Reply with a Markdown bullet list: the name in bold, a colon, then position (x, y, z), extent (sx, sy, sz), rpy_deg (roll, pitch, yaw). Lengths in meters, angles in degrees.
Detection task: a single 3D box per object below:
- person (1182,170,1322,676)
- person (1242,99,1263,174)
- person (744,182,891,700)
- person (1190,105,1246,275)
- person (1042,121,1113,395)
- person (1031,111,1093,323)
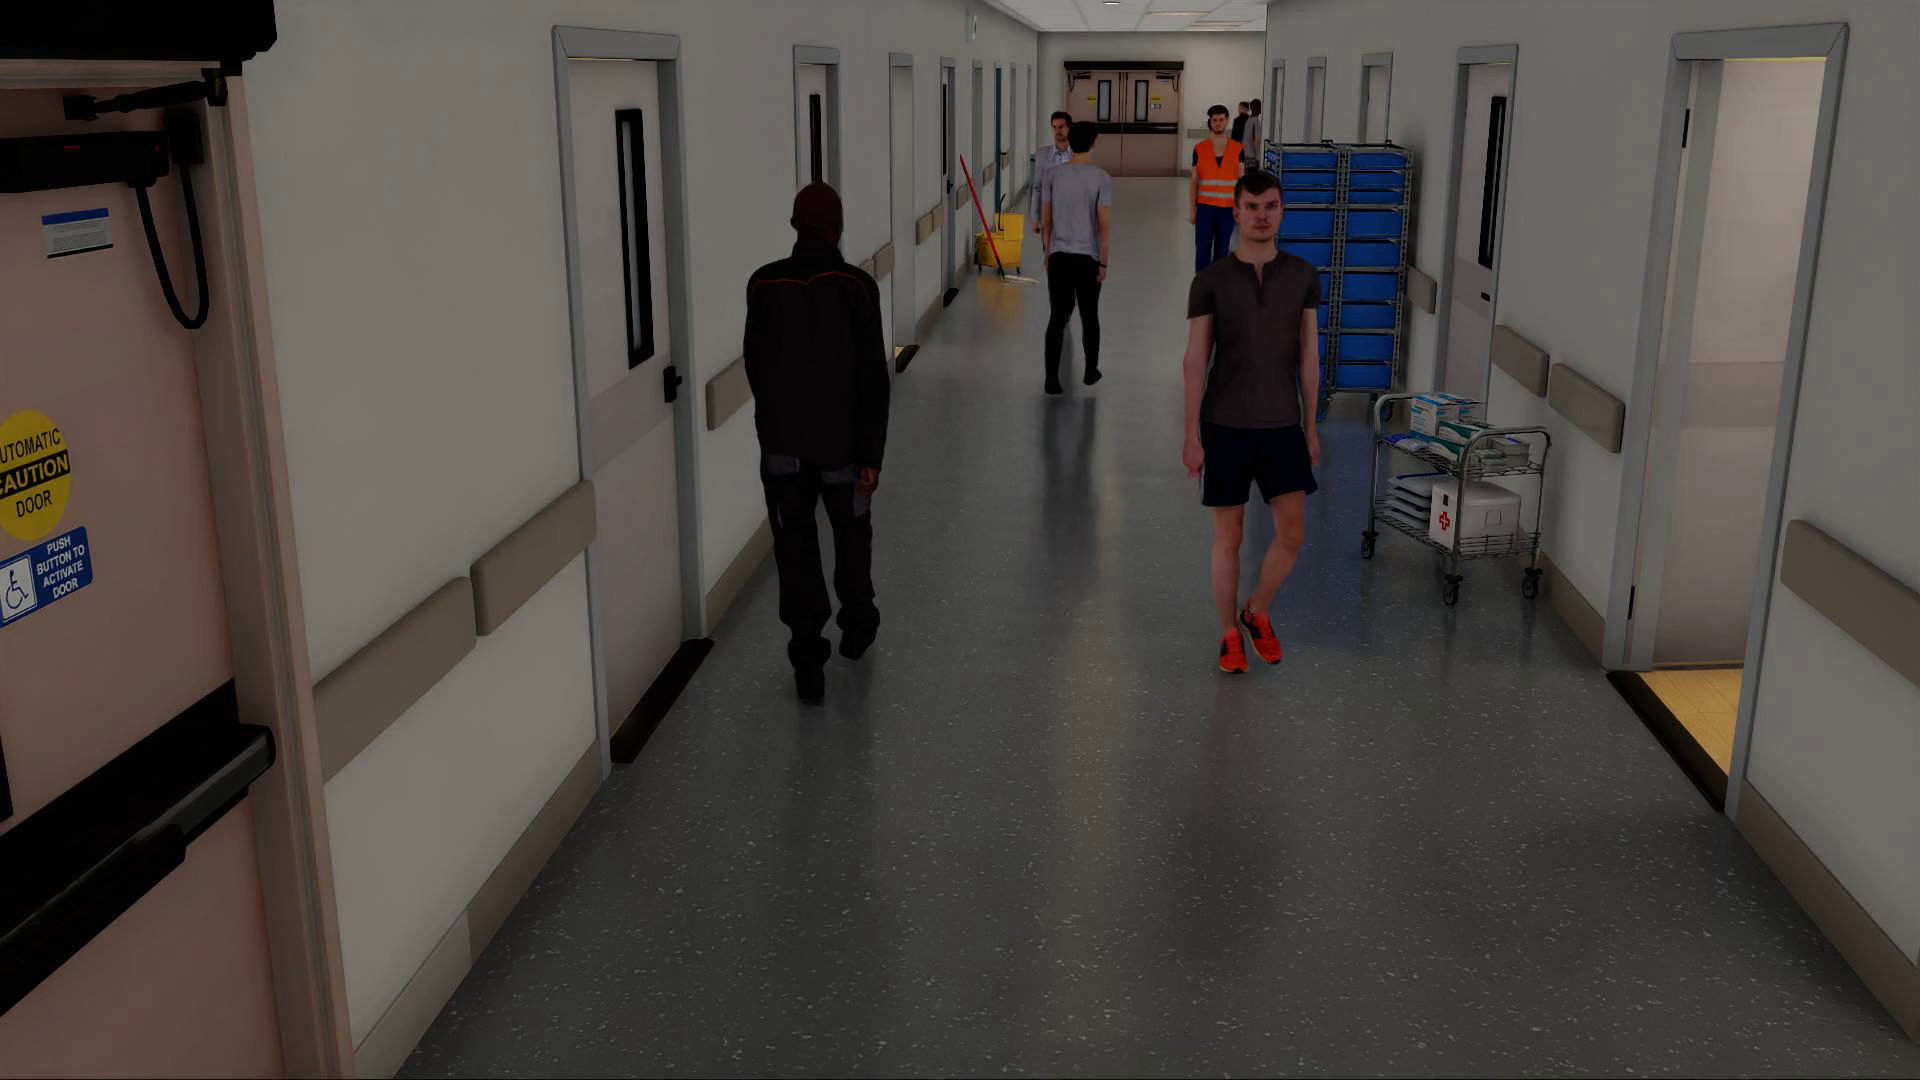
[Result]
- **person**: position (1.063, -0.423, 6.141), extent (0.710, 1.841, 0.657), rpy_deg (-1, 16, -2)
- **person**: position (4.507, -5.978, 26.014), extent (0.829, 1.749, 0.725), rpy_deg (-4, 16, -16)
- **person**: position (-0.530, -0.317, 5.839), extent (0.698, 1.801, 0.933), rpy_deg (1, 16, 3)
- **person**: position (2.437, -3.150, 15.760), extent (0.658, 1.871, 0.664), rpy_deg (1, 16, 5)
- **person**: position (0.739, -1.874, 11.312), extent (0.803, 1.828, 1.213), rpy_deg (4, 16, 15)
- **person**: position (0.930, -2.890, 14.935), extent (0.812, 1.817, 1.185), rpy_deg (3, 16, 12)
